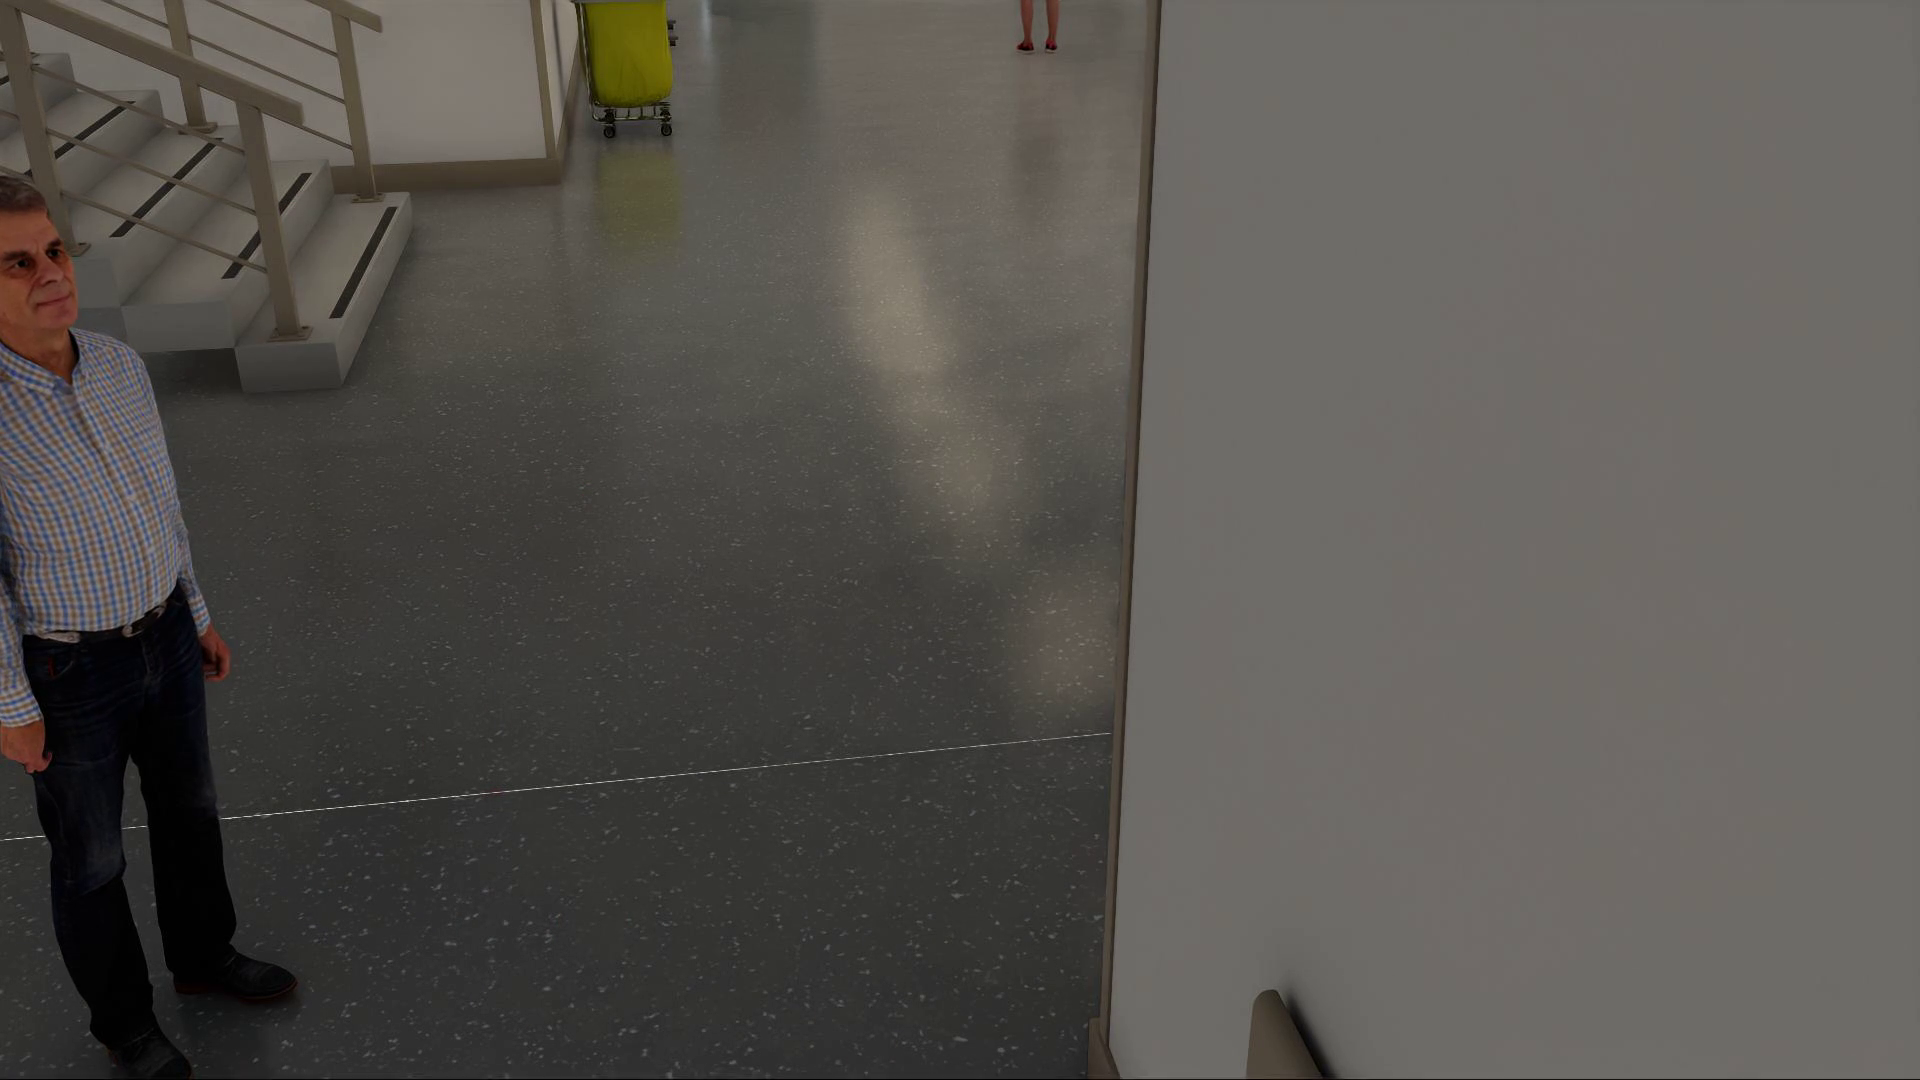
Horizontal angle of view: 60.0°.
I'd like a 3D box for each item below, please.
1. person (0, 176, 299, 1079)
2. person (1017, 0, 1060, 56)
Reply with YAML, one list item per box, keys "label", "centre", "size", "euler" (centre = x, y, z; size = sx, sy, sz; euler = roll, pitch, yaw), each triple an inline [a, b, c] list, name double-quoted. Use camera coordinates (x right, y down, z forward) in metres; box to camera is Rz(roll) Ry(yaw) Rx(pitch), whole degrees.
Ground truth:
- label: "person"
  centre: [-1.646, 0.201, 3.179]
  size: [0.756, 1.820, 0.740]
  euler: [11, 28, 22]
- label: "person"
  centre: [0.667, -5.100, 14.135]
  size: [0.482, 1.851, 0.705]
  euler: [-4, 26, -8]
